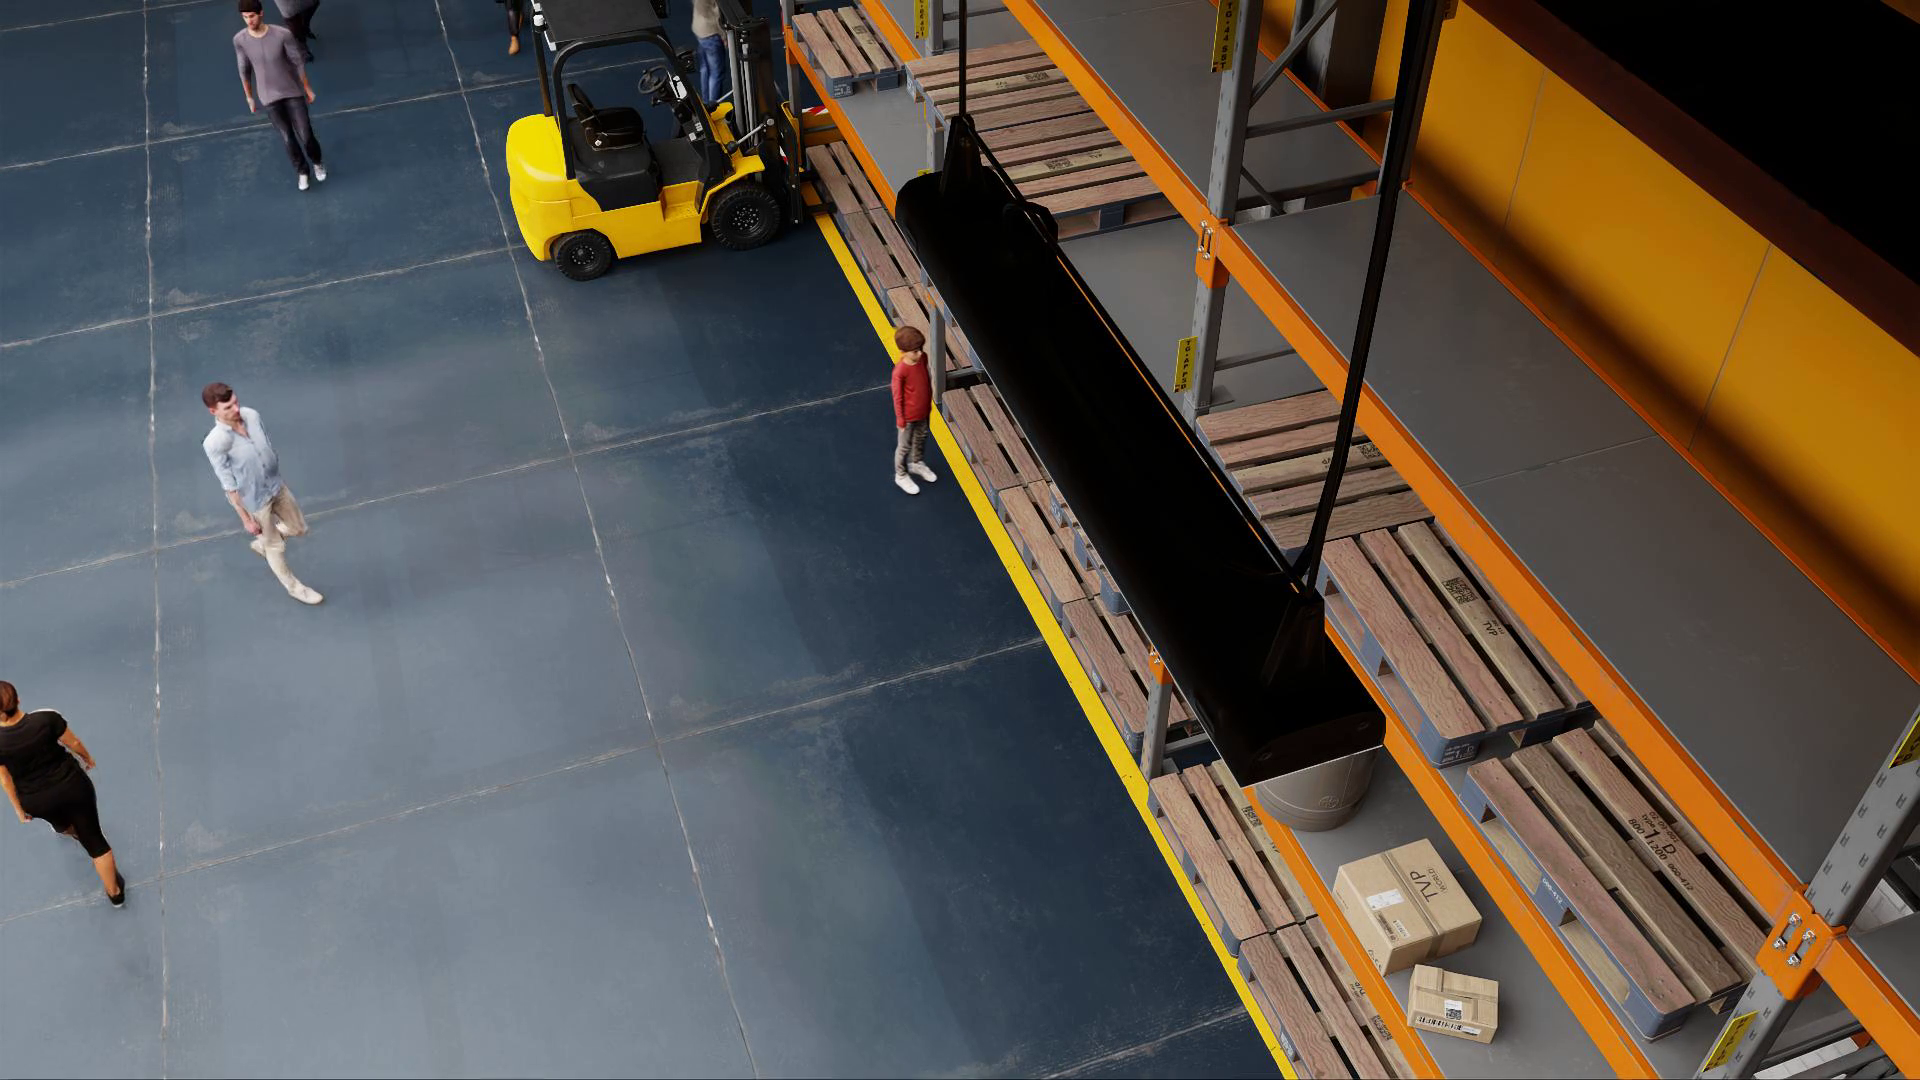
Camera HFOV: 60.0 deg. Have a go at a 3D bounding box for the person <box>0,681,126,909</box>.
[{"bbox_3d":[-5.045,1.459,9.304,0.737,1.631,1.100,-24,48,-23],"label":"person"}]

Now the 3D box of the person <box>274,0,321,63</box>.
[{"bbox_3d":[-6.766,-5.654,16.696,0.968,1.733,0.858,32,52,29],"label":"person"}]

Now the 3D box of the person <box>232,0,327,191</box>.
[{"bbox_3d":[-6.082,-4.050,14.935,0.769,1.840,0.719,-7,44,-7],"label":"person"}]

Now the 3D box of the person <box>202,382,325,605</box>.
[{"bbox_3d":[-4.706,-0.312,11.015,0.968,1.834,0.915,16,46,16],"label":"person"}]

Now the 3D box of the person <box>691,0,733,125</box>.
[{"bbox_3d":[-2.388,-4.834,15.741,0.785,1.864,0.565,-20,47,-19],"label":"person"}]

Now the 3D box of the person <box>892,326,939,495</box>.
[{"bbox_3d":[-0.345,-0.961,12.000,0.606,1.415,0.579,28,50,27],"label":"person"}]
